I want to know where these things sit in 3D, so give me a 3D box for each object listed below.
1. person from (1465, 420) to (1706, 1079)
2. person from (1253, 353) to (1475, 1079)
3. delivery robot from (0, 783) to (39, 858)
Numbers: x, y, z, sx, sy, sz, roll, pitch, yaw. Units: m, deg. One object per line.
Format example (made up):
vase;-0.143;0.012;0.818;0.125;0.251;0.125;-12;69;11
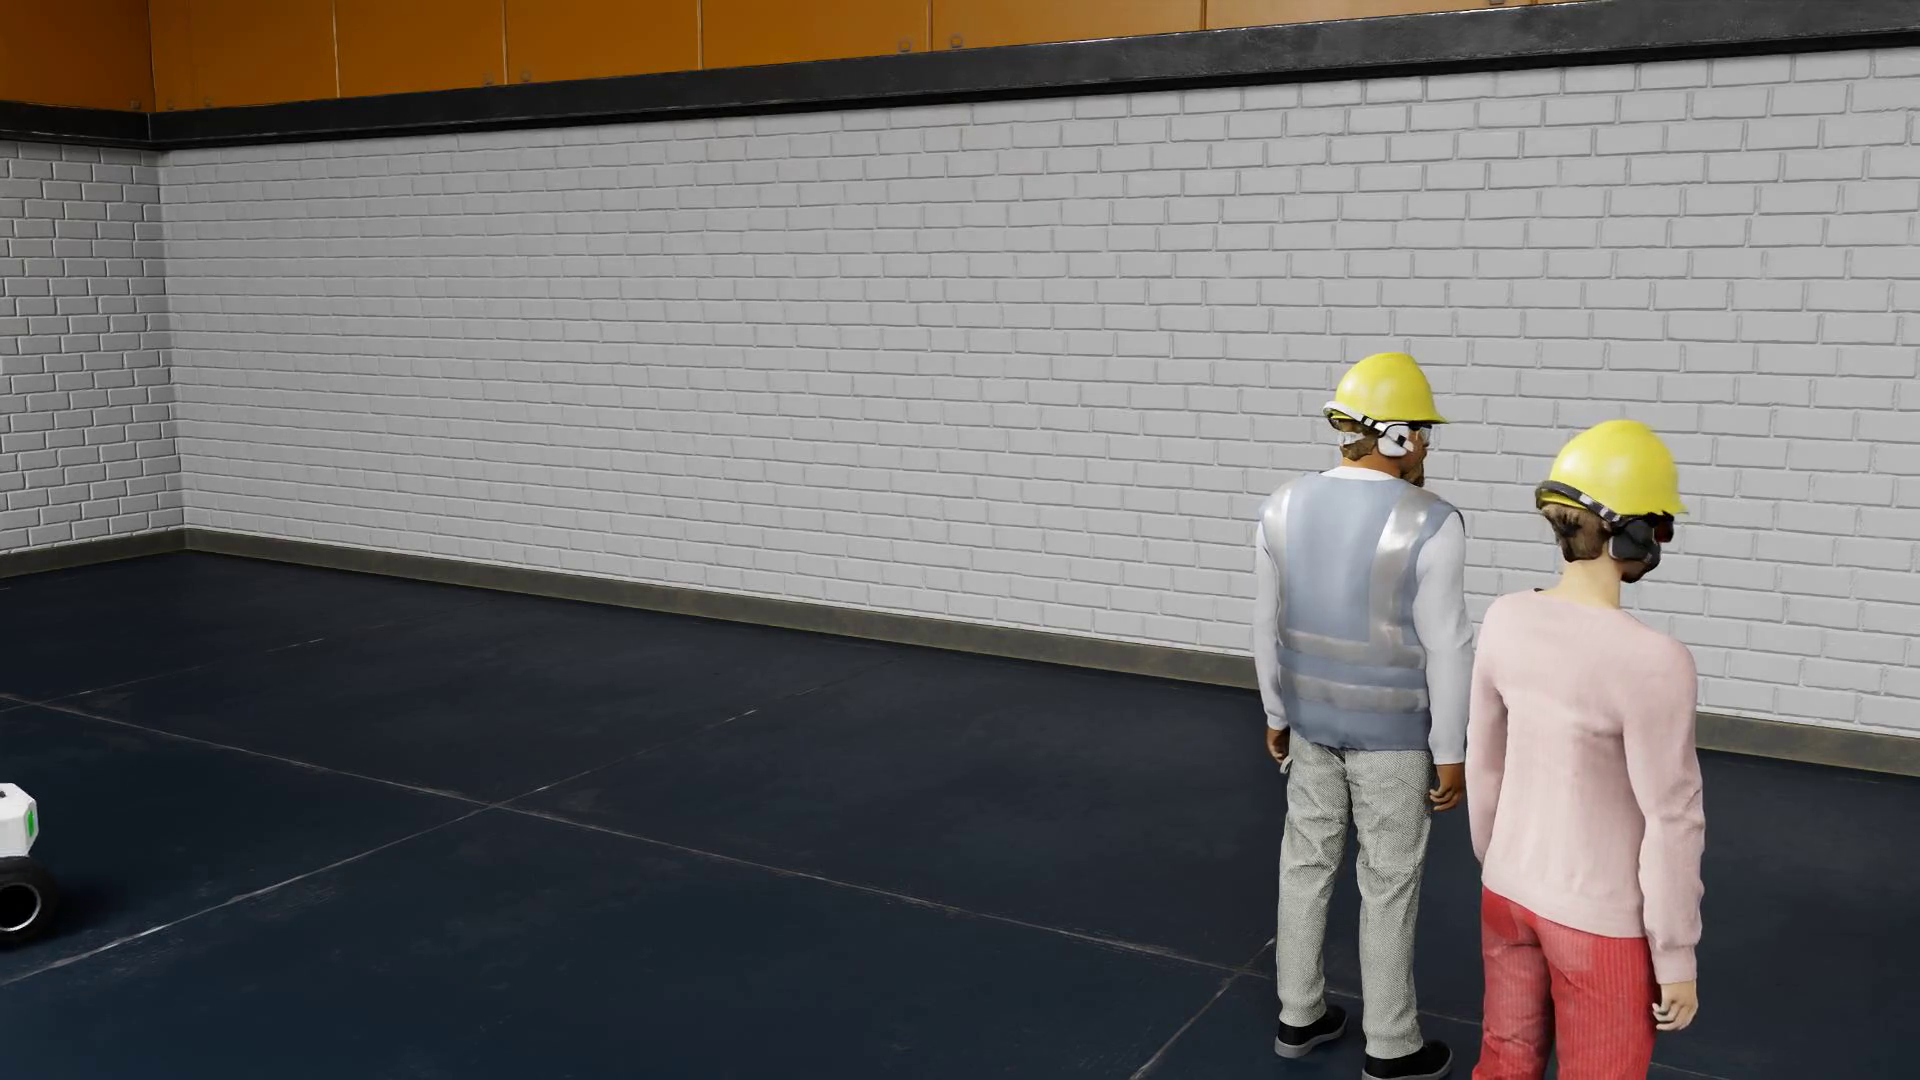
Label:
person;1.134;0.667;3.020;0.315;1.766;0.533;-4;10;-21
person;1.020;0.448;4.181;0.403;1.827;0.599;-8;12;-42
delivery robot;-3.160;0.915;4.940;0.707;0.478;0.477;-9;13;-43
